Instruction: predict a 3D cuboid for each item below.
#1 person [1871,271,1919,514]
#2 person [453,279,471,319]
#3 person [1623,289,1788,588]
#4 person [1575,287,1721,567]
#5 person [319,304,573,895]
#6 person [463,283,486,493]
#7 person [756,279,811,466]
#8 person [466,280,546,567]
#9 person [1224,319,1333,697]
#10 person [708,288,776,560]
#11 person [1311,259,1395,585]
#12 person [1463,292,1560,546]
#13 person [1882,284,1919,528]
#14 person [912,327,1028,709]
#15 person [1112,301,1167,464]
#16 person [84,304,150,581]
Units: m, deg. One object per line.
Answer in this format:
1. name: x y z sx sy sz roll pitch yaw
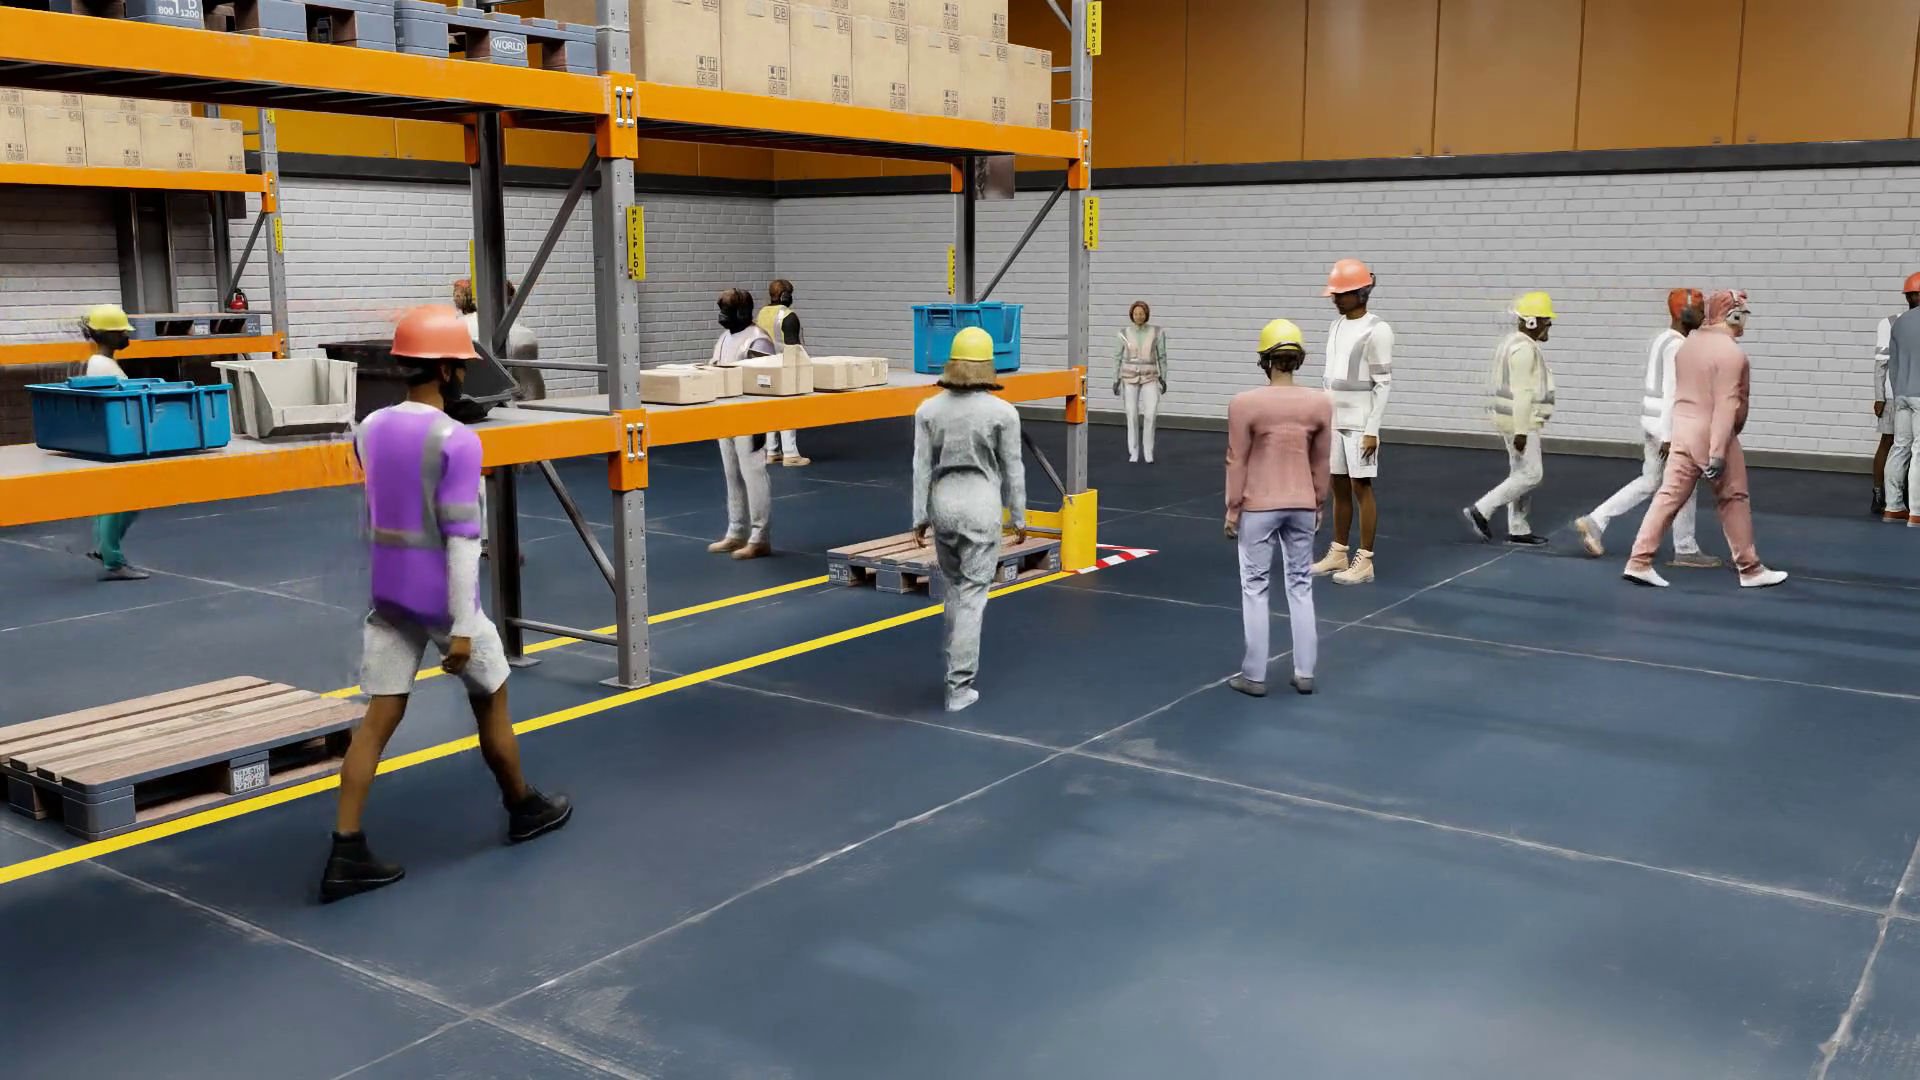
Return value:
1. person: 7.589 -1.169 13.293 0.545 1.943 0.347 0 10 2
2. person: -4.440 -1.478 15.385 0.584 1.865 0.739 9 13 44
3. person: 4.602 -0.605 10.230 1.012 1.864 0.661 -1 10 -7
4. person: 4.620 -0.745 11.040 0.848 1.858 0.590 2 10 13
5. person: -1.732 0.174 5.472 0.546 1.890 0.996 5 11 26
6. person: -4.177 -1.329 14.545 0.429 1.843 0.633 3 10 19
7. person: -1.750 -1.654 16.482 0.429 1.844 0.627 -8 12 -40
8. person: -2.975 -0.756 10.895 0.644 1.920 0.490 4 11 25
9. person: 1.470 -0.143 7.748 0.522 1.757 0.348 -3 10 -16
10. person: -1.499 -0.792 11.350 0.429 1.841 0.633 -7 12 -35
11. person: 2.435 -0.737 10.449 0.392 2.034 0.605 -4 10 -20
12. person: 3.908 -0.836 11.719 0.534 1.812 0.590 2 10 13
13. person: 7.338 -1.063 12.685 0.373 1.936 0.629 -1 10 -8
14. person: 0.070 -0.114 7.648 0.498 1.716 0.667 3 10 20
15. person: 1.781 -1.556 16.552 0.553 1.616 0.605 1 10 7
16. person: -5.297 -0.601 10.486 0.377 1.755 0.531 -3 10 -18
